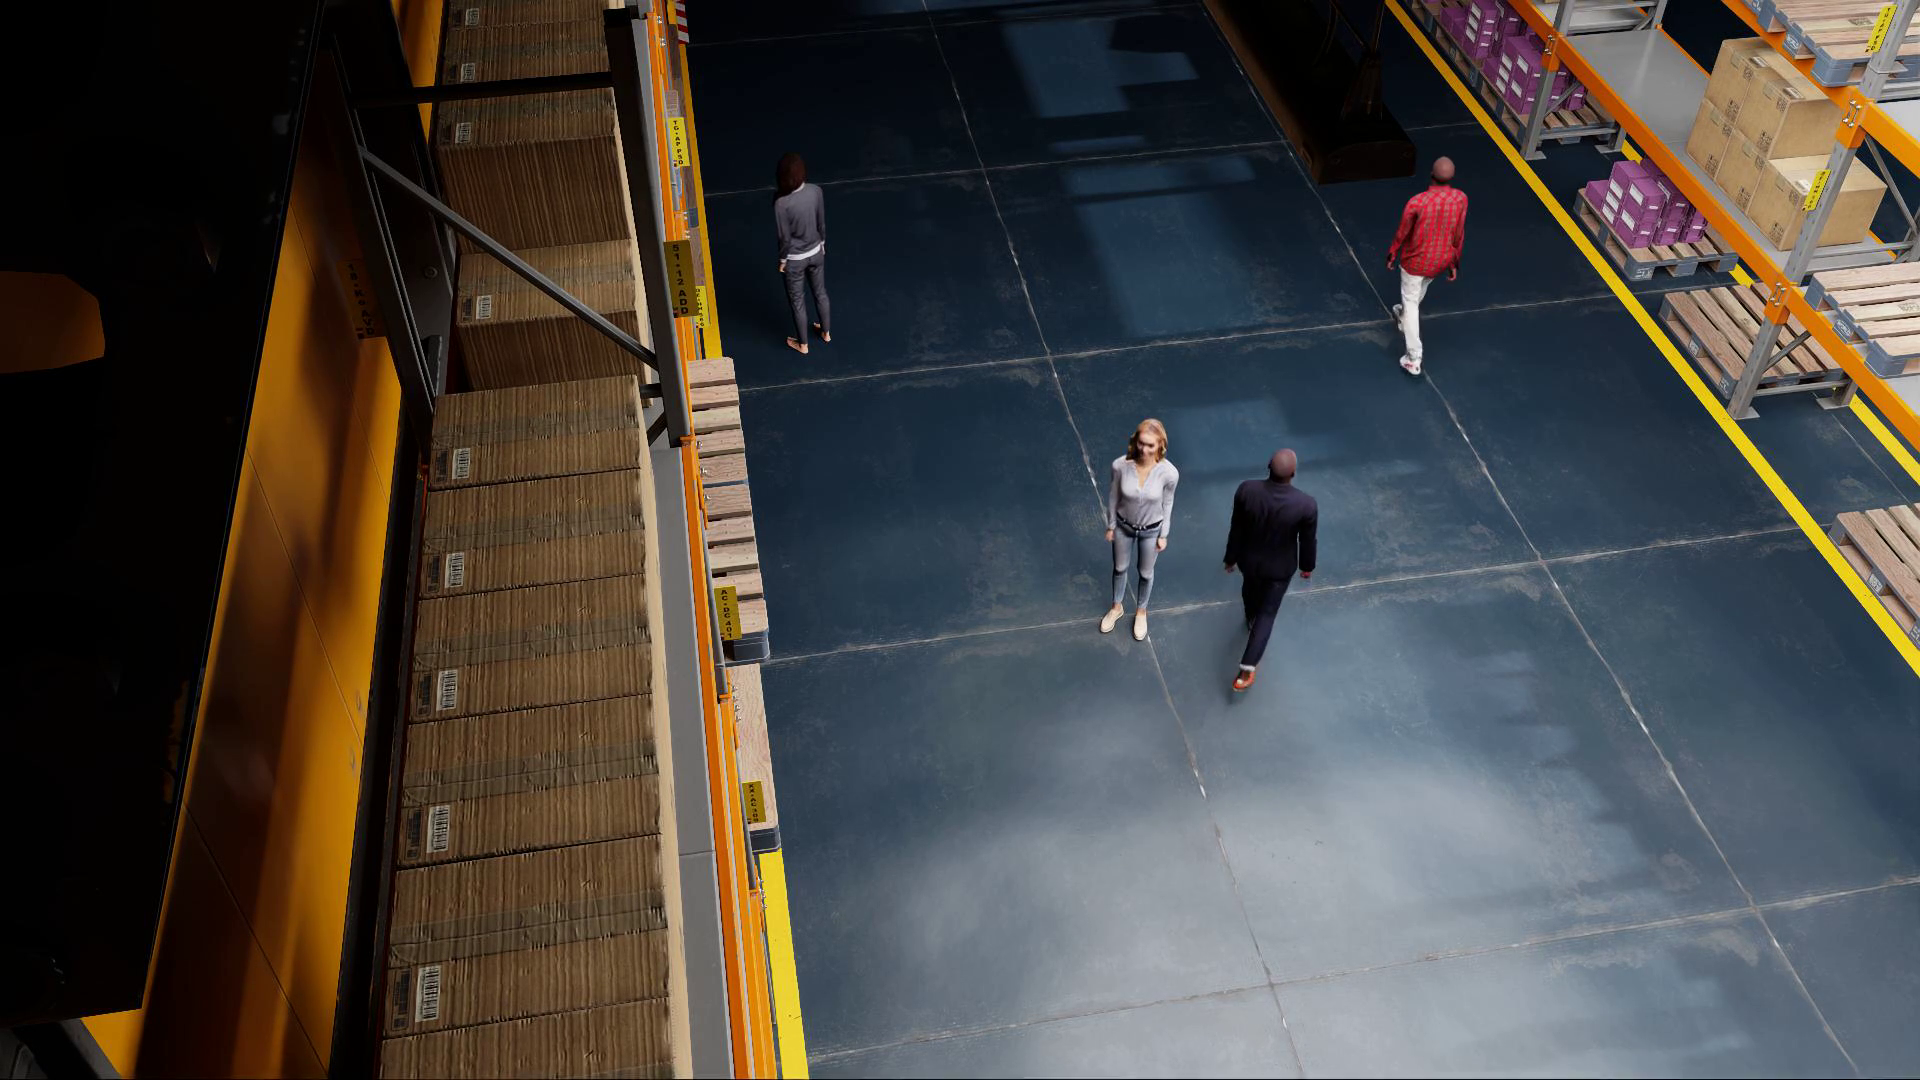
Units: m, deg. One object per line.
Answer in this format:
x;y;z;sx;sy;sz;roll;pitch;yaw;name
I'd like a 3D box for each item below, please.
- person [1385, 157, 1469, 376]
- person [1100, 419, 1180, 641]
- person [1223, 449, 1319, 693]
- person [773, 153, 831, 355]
3.702;-2.163;13.192;0.768;1.785;1.223;-3;44;-3;person
1.176;-0.076;10.995;0.668;1.795;0.669;12;45;12;person
1.946;0.209;10.705;1.141;1.780;1.297;18;47;18;person
-1.264;-2.305;13.353;0.683;1.770;0.678;-29;51;-27;person
